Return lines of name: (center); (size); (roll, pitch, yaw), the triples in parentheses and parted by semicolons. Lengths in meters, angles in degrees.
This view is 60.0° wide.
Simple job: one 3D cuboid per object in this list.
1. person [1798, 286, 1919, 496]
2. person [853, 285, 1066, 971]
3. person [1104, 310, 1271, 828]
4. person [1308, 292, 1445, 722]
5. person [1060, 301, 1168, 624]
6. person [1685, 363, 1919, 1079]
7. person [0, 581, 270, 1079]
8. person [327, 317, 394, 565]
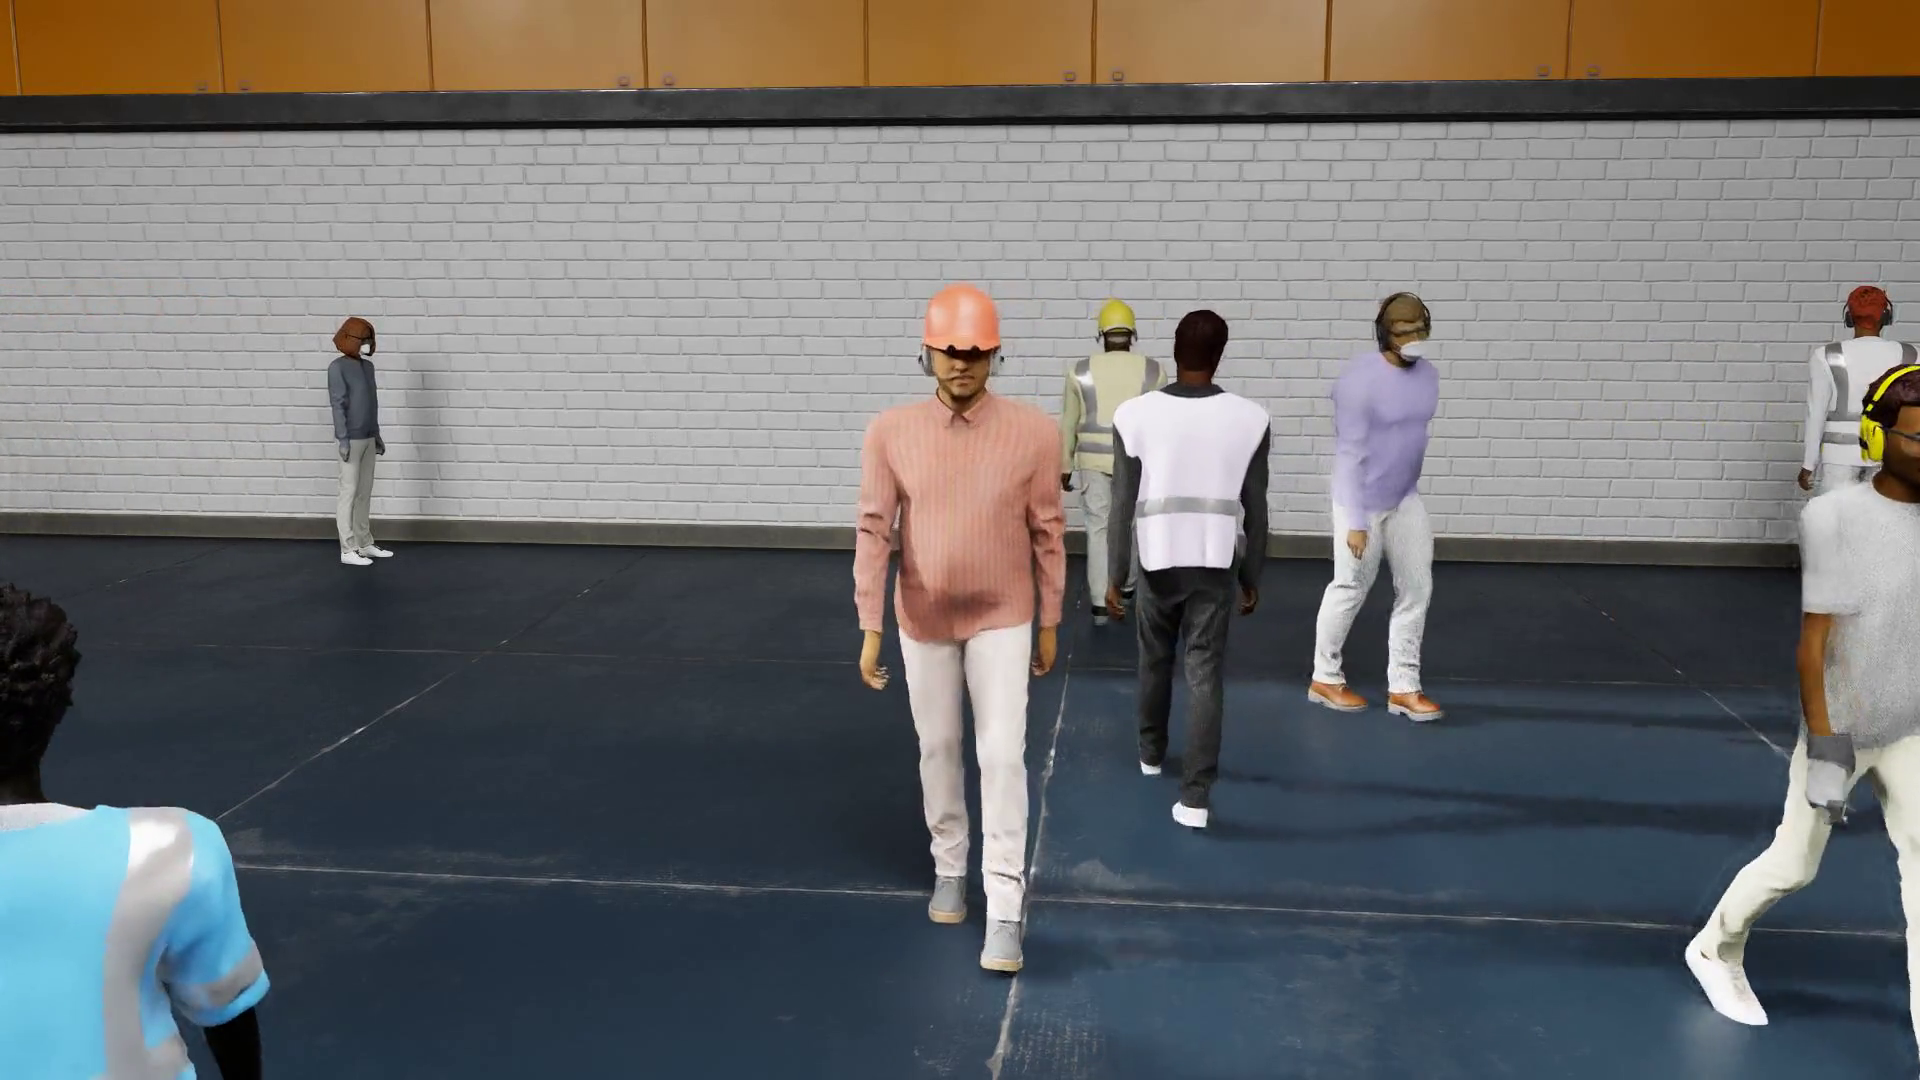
person: (4.865, -0.429, 9.020); (0.575, 1.882, 0.360); (2, 10, 11)
person: (-0.005, 0.250, 4.879); (0.614, 1.961, 0.857); (1, 10, 7)
person: (0.842, 0.083, 6.193); (0.608, 1.862, 1.012); (0, 10, 3)
person: (1.838, -0.130, 7.268); (0.647, 1.890, 0.793); (-6, 12, -33)
person: (0.870, -0.457, 9.464); (0.614, 1.789, 0.852); (0, 10, 2)
person: (2.206, 0.466, 4.111); (0.508, 1.825, 0.972); (-2, 10, -12)
person: (-1.206, 0.869, 2.239); (0.548, 1.656, 0.853); (-4, 11, -20)
person: (-3.992, -0.659, 11.051); (0.279, 1.633, 0.498); (1, 10, 8)
